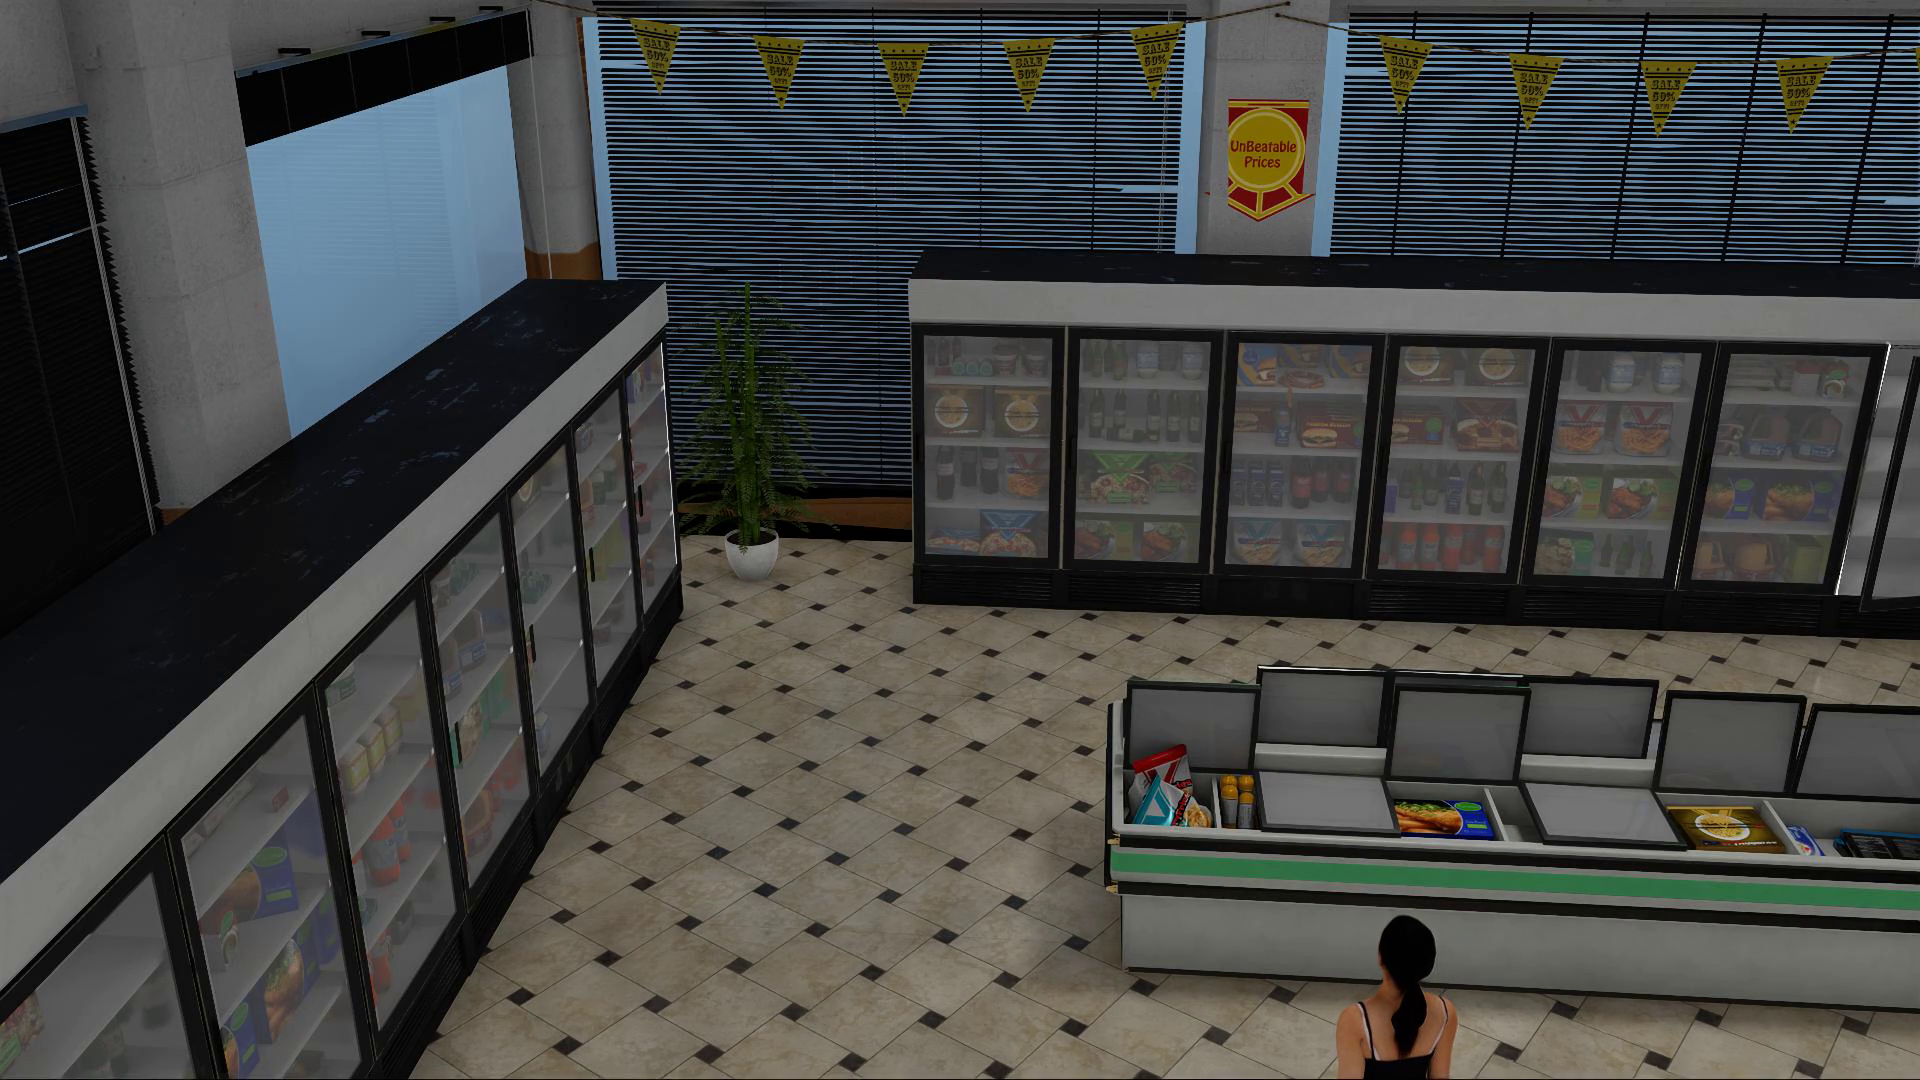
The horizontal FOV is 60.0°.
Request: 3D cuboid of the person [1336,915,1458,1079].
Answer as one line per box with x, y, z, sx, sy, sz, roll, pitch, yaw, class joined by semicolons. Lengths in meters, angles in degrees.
1.382;1.979;5.439;0.566;1.729;0.694;-4;22;-11;person
